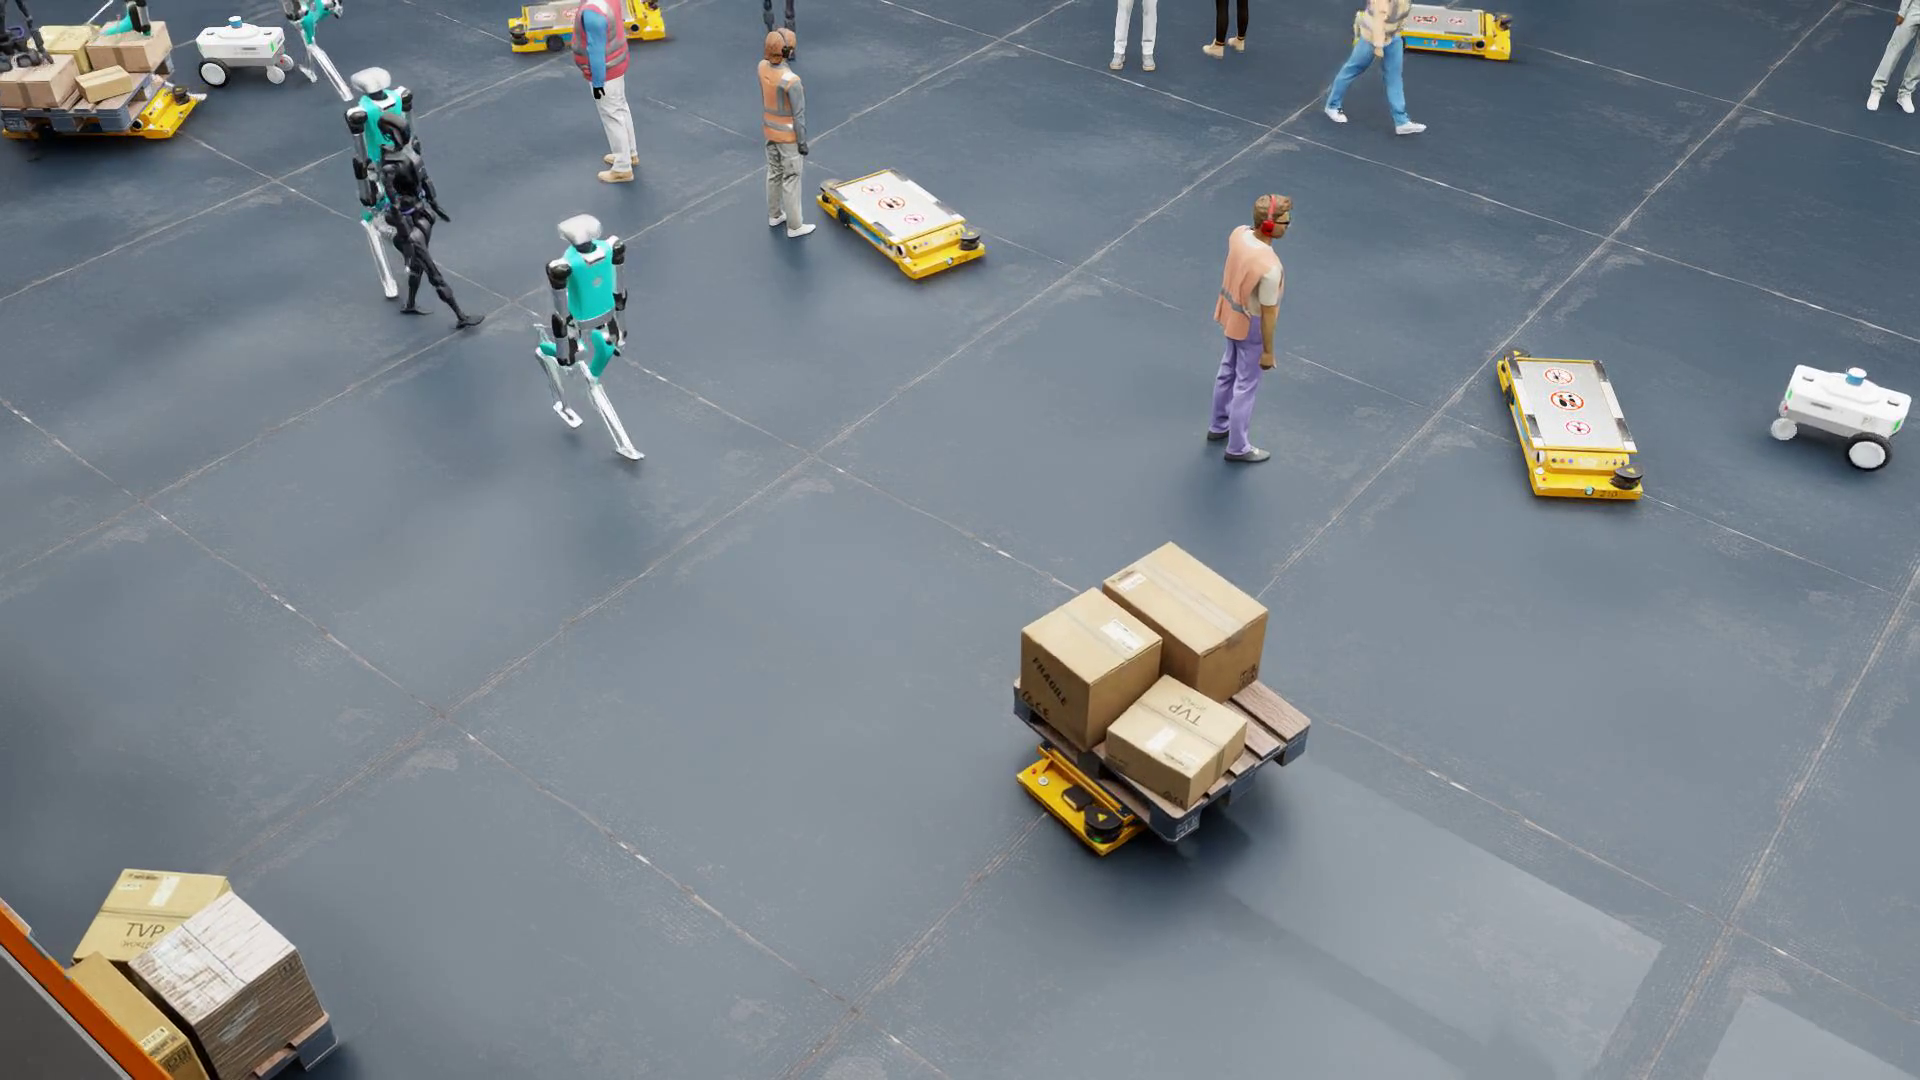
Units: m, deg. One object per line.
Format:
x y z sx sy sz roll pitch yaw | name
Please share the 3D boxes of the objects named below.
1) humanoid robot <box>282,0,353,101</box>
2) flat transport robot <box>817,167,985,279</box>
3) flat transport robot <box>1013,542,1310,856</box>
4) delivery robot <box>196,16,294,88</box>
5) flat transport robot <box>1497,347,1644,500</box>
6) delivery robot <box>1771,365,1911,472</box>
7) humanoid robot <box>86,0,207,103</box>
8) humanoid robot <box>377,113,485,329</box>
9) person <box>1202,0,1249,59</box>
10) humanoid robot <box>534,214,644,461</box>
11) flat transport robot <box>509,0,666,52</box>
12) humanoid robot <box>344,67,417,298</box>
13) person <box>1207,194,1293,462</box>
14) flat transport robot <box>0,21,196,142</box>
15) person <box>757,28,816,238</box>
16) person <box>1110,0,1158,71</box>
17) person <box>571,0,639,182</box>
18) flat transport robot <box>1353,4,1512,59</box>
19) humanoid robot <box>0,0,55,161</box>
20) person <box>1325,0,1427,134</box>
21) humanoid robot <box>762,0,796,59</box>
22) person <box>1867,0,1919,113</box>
-5.794 -4.764 14.578 0.546 1.773 0.924 -30 49 -30 | humanoid robot
-0.480 -2.510 13.031 0.659 0.231 1.431 -24 46 -26 | flat transport robot
1.050 1.077 8.811 1.431 0.231 0.659 -28 48 -29 | flat transport robot
-6.520 -4.436 15.091 0.808 0.614 0.499 0 40 0 | delivery robot
4.017 -0.785 11.001 0.659 0.231 1.431 3 40 3 | flat transport robot
5.757 -0.852 10.853 0.772 0.586 0.499 22 45 24 | delivery robot
-7.139 -4.456 14.197 0.947 1.751 0.563 -18 43 -20 | humanoid robot
-3.765 -2.248 11.661 0.730 1.630 0.592 5 41 6 | humanoid robot
2.479 -5.231 15.128 0.534 1.696 0.322 -19 44 -21 | person
-2.441 -1.327 10.533 1.038 1.755 0.546 32 50 32 | humanoid robot
-3.571 -4.937 15.886 1.431 0.231 0.659 -9 41 -11 | flat transport robot
-4.222 -2.608 12.008 0.781 1.777 0.575 24 46 25 | humanoid robot
1.796 -1.321 10.417 0.382 1.841 0.564 -11 42 -13 | person
-7.482 -3.712 14.445 1.431 0.231 0.659 0 40 0 | flat transport robot
-1.338 -3.091 12.662 0.316 1.629 0.506 -26 47 -27 | person
1.626 -5.140 14.876 0.572 1.887 0.356 4 40 4 | person
-2.860 -3.771 13.313 0.431 1.836 0.628 0 40 0 | person
4.477 -4.832 15.762 1.431 0.231 0.659 9 41 10 | flat transport robot
-7.844 -4.033 13.777 0.609 1.653 0.706 -17 43 -19 | humanoid robot
3.576 -4.244 13.988 0.928 1.657 0.514 32 50 32 | person
-1.661 -5.239 15.151 0.589 1.645 0.402 -7 41 -8 | humanoid robot
8.299 -4.510 14.246 0.486 1.740 0.310 7 41 9 | person
